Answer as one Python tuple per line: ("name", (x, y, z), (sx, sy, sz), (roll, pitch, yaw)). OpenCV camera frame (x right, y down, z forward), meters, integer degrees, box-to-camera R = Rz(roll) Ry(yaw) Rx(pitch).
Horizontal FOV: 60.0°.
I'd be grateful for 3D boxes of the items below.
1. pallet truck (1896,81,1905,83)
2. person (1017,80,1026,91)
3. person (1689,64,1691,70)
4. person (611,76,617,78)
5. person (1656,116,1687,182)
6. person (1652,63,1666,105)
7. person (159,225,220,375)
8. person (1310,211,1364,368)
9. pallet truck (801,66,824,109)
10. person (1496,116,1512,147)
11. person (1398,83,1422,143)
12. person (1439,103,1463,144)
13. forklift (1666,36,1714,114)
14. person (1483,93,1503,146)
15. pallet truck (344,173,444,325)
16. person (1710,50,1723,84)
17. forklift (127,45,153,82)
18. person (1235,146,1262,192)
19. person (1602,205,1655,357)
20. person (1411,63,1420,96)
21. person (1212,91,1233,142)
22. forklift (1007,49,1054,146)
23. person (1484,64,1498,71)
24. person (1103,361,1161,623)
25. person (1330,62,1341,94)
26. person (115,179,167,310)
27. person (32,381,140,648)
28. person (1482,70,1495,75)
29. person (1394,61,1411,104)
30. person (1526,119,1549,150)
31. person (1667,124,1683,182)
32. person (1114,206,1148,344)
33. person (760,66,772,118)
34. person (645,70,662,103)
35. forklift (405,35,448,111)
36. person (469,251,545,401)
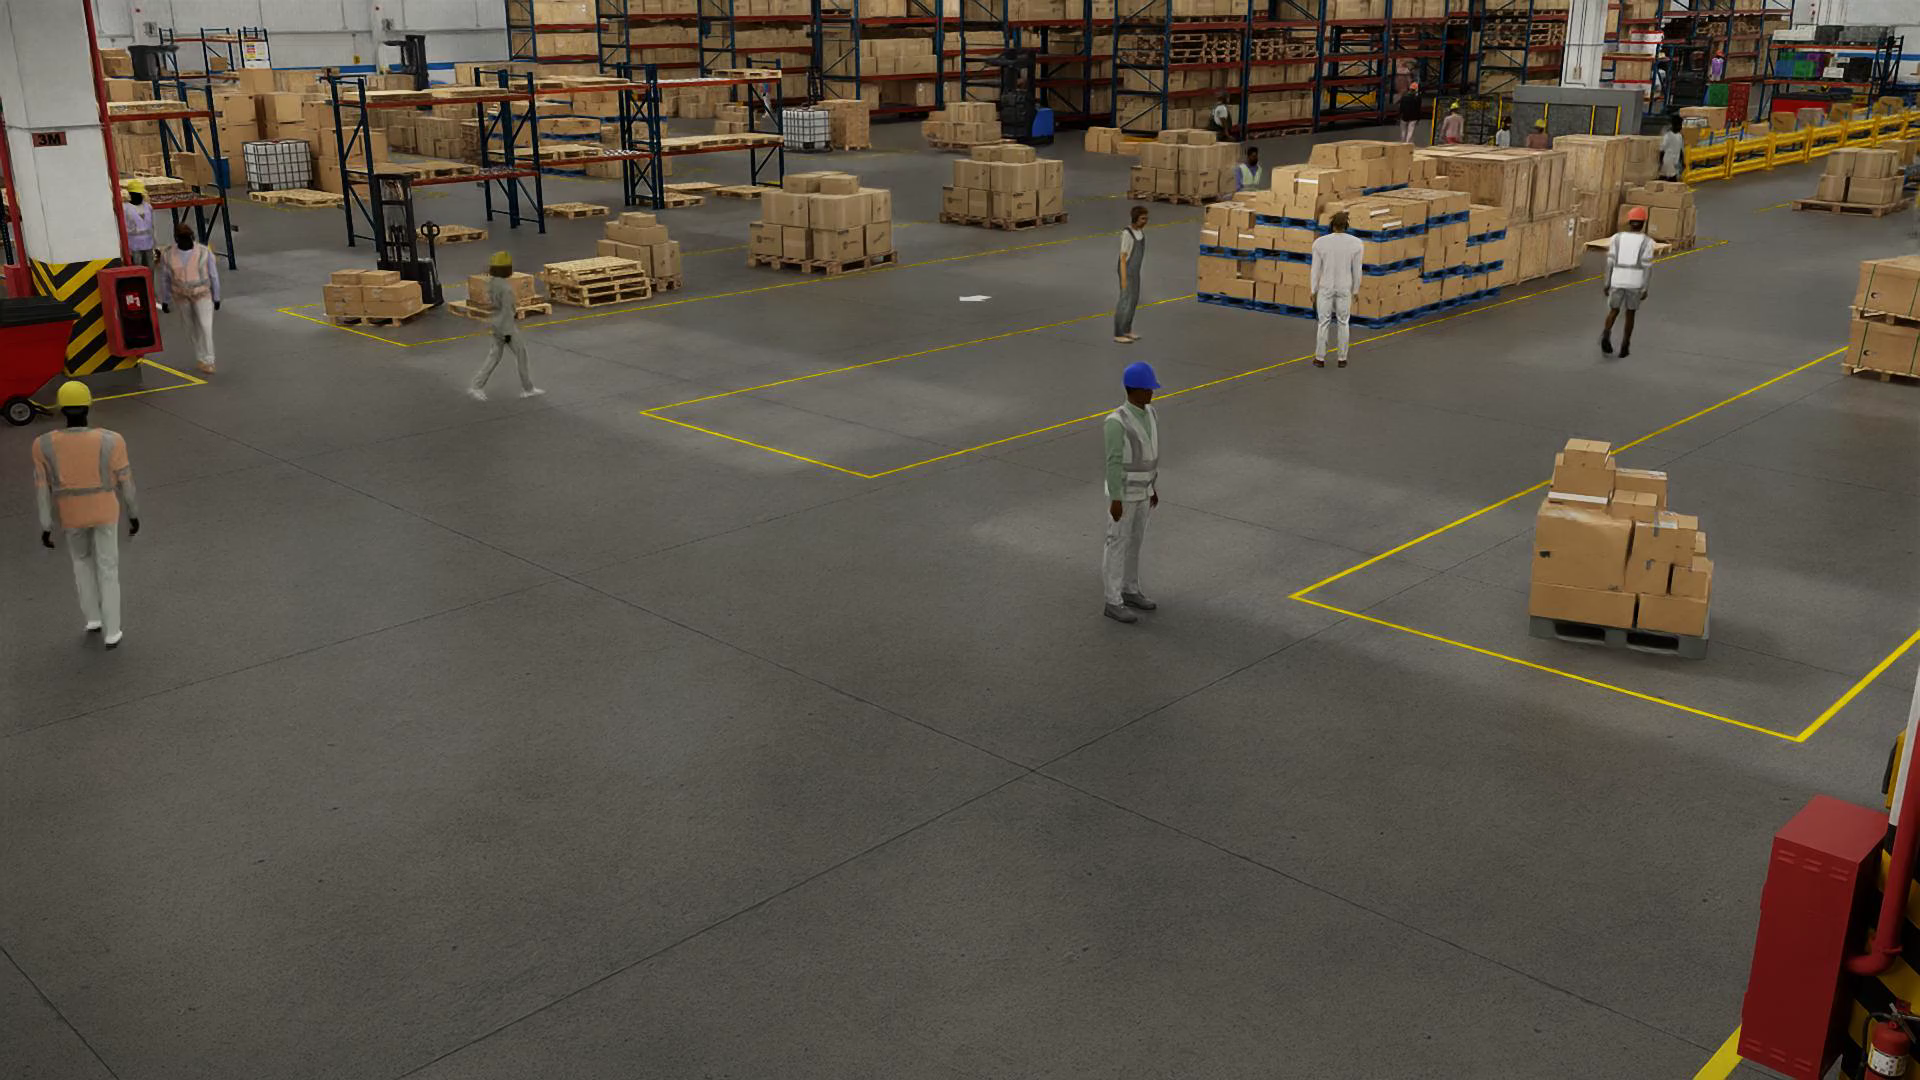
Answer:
("pallet truck", (34.802, -16.331, 61.455), (0.653, 1.274, 1.630), (17, 25, 41))
("person", (1.872, -13.233, 51.284), (0.952, 1.829, 0.707), (1, 18, 4))
("person", (28.276, -17.734, 64.874), (0.673, 1.817, 0.603), (-17, 25, -42))
("person", (-11.895, -15.251, 57.701), (0.322, 1.628, 0.529), (-14, 23, -36))
("person", (15.400, -8.181, 35.953), (0.611, 1.912, 1.020), (-17, 25, -41))
("person", (28.248, -18.440, 67.236), (0.546, 1.653, 0.829), (11, 21, 30))
("person", (-9.358, -2.904, 20.203), (0.645, 1.801, 0.892), (-4, 19, -12))
("person", (4.638, -3.093, 20.573), (0.632, 1.939, 0.368), (1, 18, 4))
("pallet truck", (-4.812, -15.182, 56.903), (0.823, 1.965, 1.885), (-9, 21, -26))
("person", (11.976, -8.417, 36.732), (0.312, 1.865, 0.557), (17, 25, 42))
("person", (12.846, -12.029, 47.486), (0.625, 1.941, 0.990), (6, 19, 19))
("person", (12.632, -10.326, 42.711), (0.536, 1.723, 0.901), (-4, 19, -11))
("forklift", (27.341, -17.291, 61.877), (1.129, 2.768, 1.873), (17, 25, 41))
("person", (15.840, -12.485, 49.417), (0.859, 1.588, 0.499), (-12, 22, -31))
("pallet truck", (-8.209, -4.181, 23.757), (0.823, 1.965, 1.885), (3, 19, 9))
("person", (33.208, -20.501, 73.023), (0.544, 1.938, 0.355), (-2, 18, -5))
("forklift", (-25.544, -14.056, 52.129), (1.873, 2.768, 1.129), (-2, 18, -5))
("person", (5.081, -6.058, 29.615), (0.593, 1.880, 0.963), (-10, 21, -28))
("person", (8.476, -3.270, 21.128), (0.549, 1.924, 0.549), (13, 22, 33))
("person", (18.958, -19.007, 69.071), (0.467, 1.594, 0.675), (-2, 18, -5))
("person", (6.877, -10.819, 43.688), (1.037, 2.000, 0.701), (0, 18, 2))
("forklift", (1.846, -13.143, 49.381), (1.129, 2.768, 1.873), (17, 25, 41))
("person", (22.917, -20.144, 71.800), (0.602, 2.035, 0.398), (7, 20, 20))
("person", (1.279, -0.370, 12.350), (0.389, 1.949, 0.604), (12, 22, 33))
("person", (16.532, -20.592, 73.526), (0.925, 1.789, 0.607), (-15, 23, -37))
("person", (-11.863, -4.257, 24.102), (0.386, 1.923, 0.593), (8, 20, 22))
("person", (-6.217, -0.200, 11.897), (0.627, 1.901, 0.655), (-7, 20, -21))
("person", (22.672, -19.849, 71.433), (0.540, 1.696, 0.316), (6, 19, 17))
("person", (17.017, -17.503, 64.135), (0.945, 1.867, 0.641), (-16, 24, -39))
("person", (12.990, -8.633, 37.572), (0.528, 1.746, 0.713), (-3, 19, -10))
("person", (15.848, -8.424, 37.012), (0.318, 1.695, 0.539), (-1, 18, -3))
("person", (2.273, -3.506, 22.001), (0.392, 1.826, 0.522), (12, 22, 33))
("person", (-7.080, -16.334, 60.618), (0.429, 1.842, 0.633), (2, 19, 7))
("person", (-10.396, -14.994, 56.481), (0.606, 1.908, 0.399), (3, 19, 9))
("forklift", (-20.707, -17.881, 63.655), (1.129, 2.768, 1.873), (17, 25, 41))
("person", (-5.240, -2.437, 18.957), (0.822, 1.710, 0.487), (-17, 25, -41))
